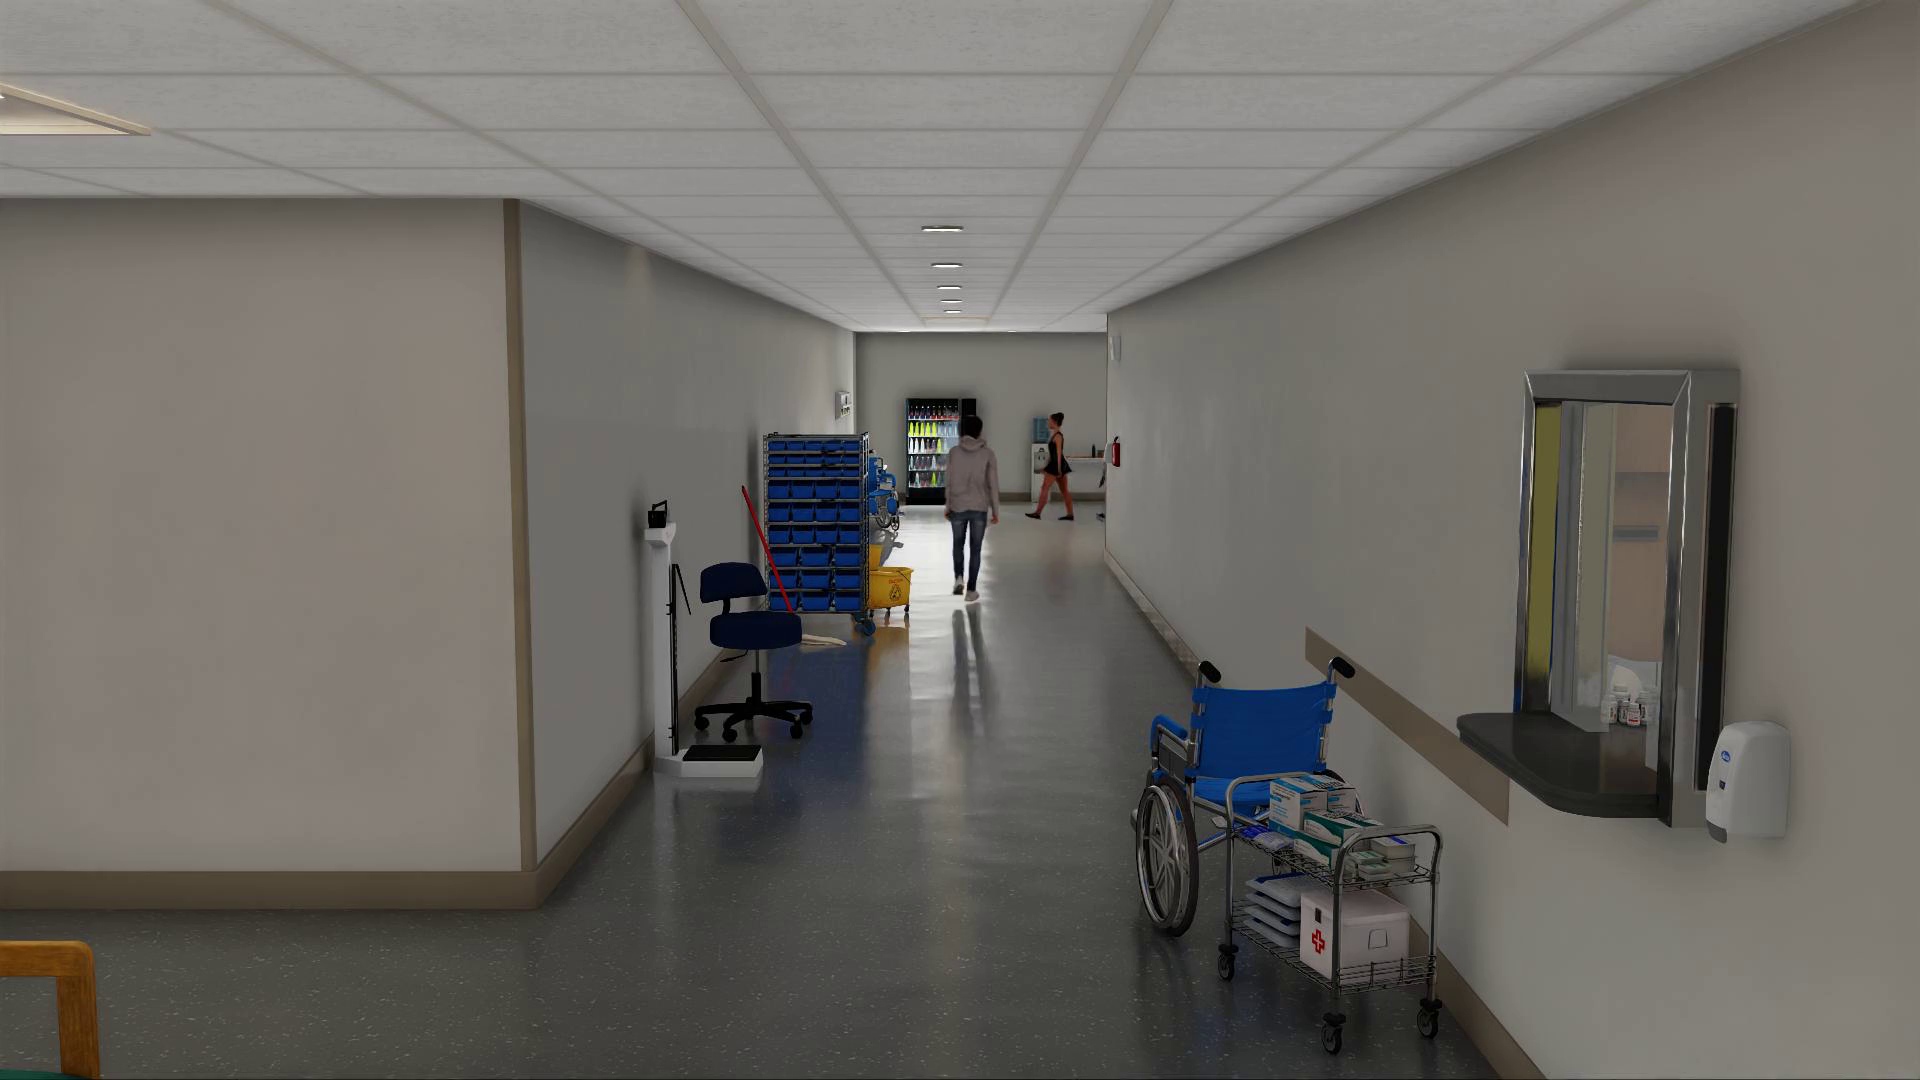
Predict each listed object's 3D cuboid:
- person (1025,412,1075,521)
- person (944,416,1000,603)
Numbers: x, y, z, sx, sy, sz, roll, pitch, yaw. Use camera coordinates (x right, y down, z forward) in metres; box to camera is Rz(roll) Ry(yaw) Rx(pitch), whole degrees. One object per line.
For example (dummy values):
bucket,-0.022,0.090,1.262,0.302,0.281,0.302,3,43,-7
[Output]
person,1.565,-1.095,25.386,0.993,1.646,0.636,1,6,7
person,0.075,-0.300,16.492,0.667,1.845,0.804,1,6,8
